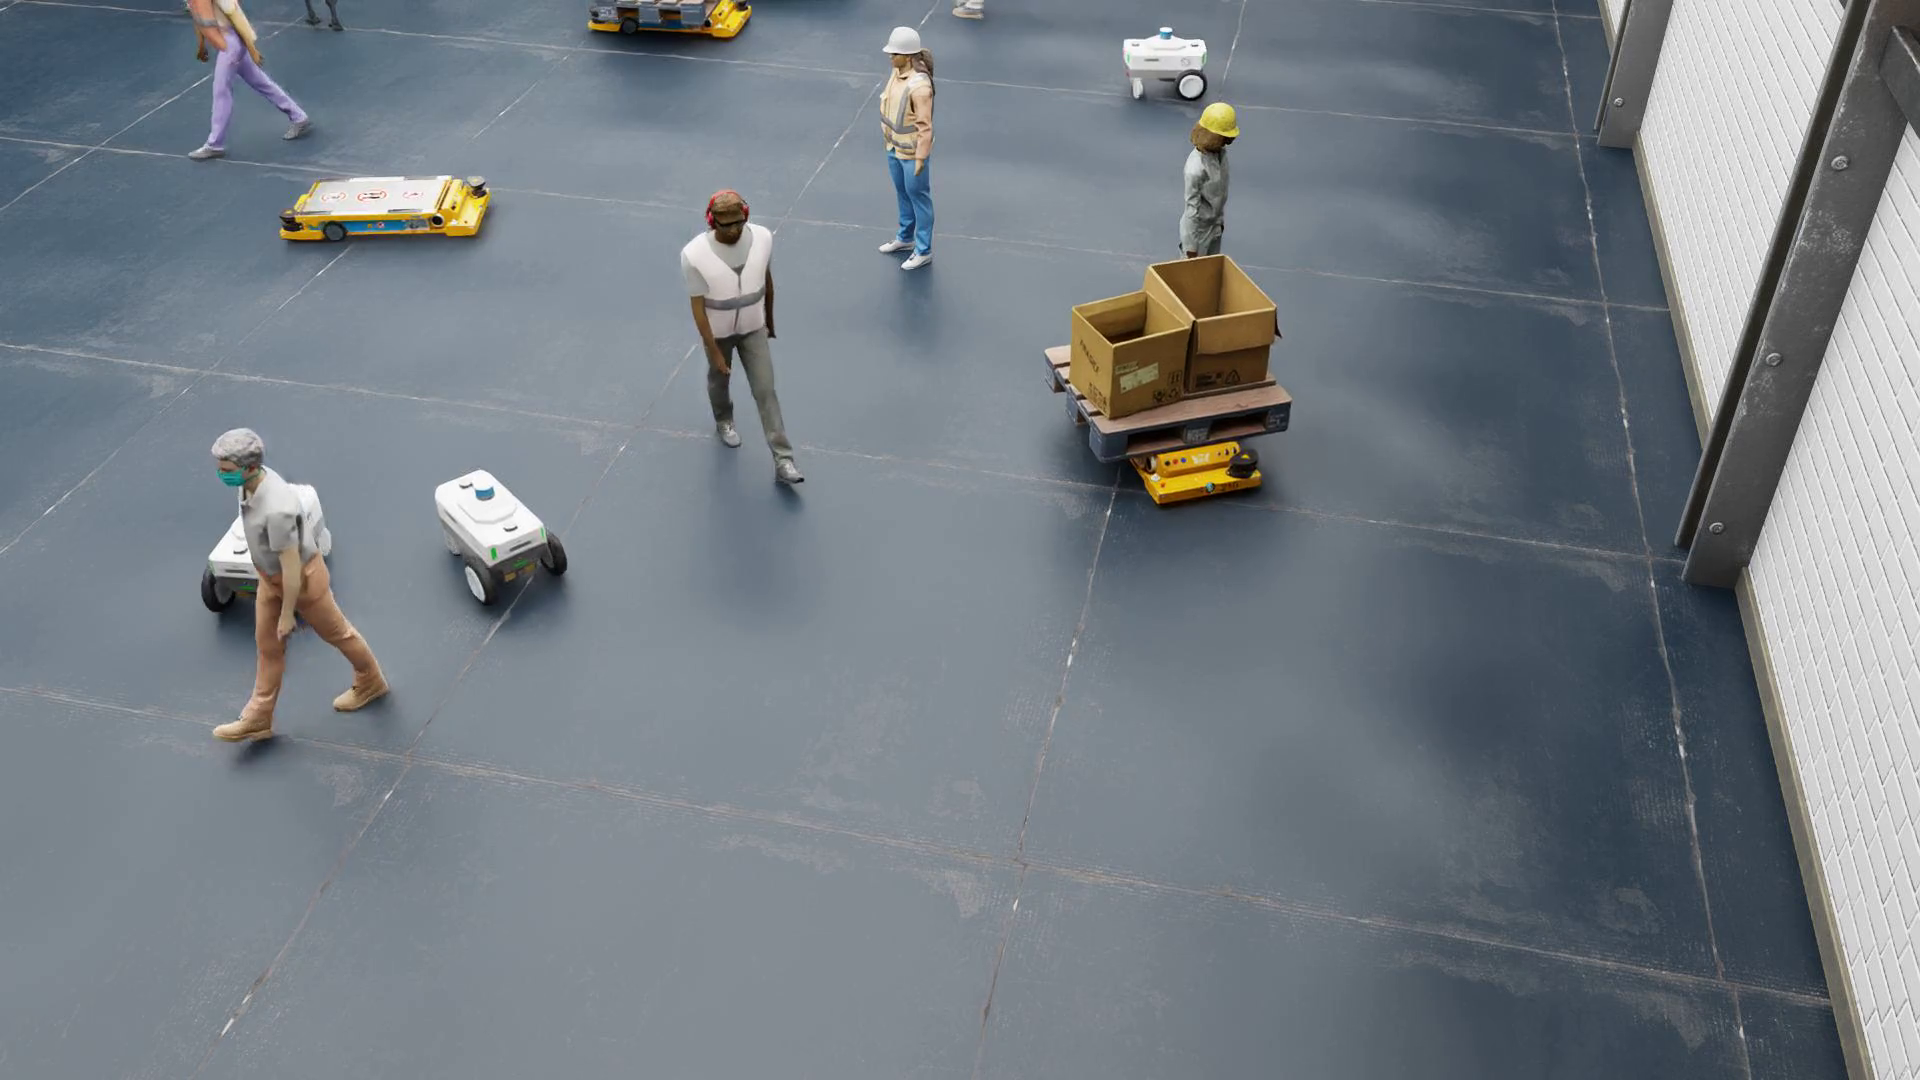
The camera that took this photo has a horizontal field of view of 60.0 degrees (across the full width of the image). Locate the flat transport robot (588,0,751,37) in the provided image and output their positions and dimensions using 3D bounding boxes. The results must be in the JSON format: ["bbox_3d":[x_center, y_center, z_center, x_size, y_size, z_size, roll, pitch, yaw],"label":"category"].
[{"bbox_3d":[-2.788,-5.064,15.996,1.431,0.231,0.659,5,37,6],"label":"flat transport robot"}]

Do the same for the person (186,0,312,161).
[{"bbox_3d":[-5.838,-3.962,13.277,1.044,1.764,0.570,-25,43,-29],"label":"person"}]

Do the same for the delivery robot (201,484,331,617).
[{"bbox_3d":[-3.715,0.051,8.928,0.499,0.613,0.797,4,37,5],"label":"delivery robot"}]

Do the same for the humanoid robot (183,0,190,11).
[{"bbox_3d":[-7.511,-5.863,15.858,0.556,1.789,0.803,25,43,29],"label":"humanoid robot"}]

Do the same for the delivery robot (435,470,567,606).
[{"bbox_3d":[-2.538,-0.058,9.047,0.499,0.581,0.768,-27,44,-31],"label":"delivery robot"}]

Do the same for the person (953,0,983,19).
[{"bbox_3d":[0.062,-5.929,15.809,0.441,1.879,0.587,14,39,18],"label":"person"}]

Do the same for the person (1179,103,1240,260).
[{"bbox_3d":[1.574,-1.978,10.646,0.320,1.726,0.490,19,41,23],"label":"person"}]

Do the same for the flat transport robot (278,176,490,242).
[{"bbox_3d":[-4.338,-2.507,12.573,1.431,0.231,0.659,-2,37,-3],"label":"flat transport robot"}]

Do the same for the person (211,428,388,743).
[{"bbox_3d":[-3.202,0.232,7.701,0.489,1.703,0.881,31,47,34],"label":"person"}]

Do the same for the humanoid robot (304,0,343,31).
[{"bbox_3d":[-6.117,-5.630,15.578,0.612,1.642,0.484,-22,42,-27],"label":"humanoid robot"}]

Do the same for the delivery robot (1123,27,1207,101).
[{"bbox_3d":[1.815,-4.177,14.571,0.768,0.597,0.524,1,37,1],"label":"delivery robot"}]

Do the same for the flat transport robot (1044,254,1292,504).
[{"bbox_3d":[1.252,-0.730,10.196,0.659,0.231,1.431,-10,38,-14],"label":"flat transport robot"}]

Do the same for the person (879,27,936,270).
[{"bbox_3d":[-0.349,-2.759,11.691,0.363,1.730,0.485,-18,41,-23],"label":"person"}]

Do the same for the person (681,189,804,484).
[{"bbox_3d":[-1.269,-1.175,9.523,0.557,1.782,1.011,-17,40,-22],"label":"person"}]
